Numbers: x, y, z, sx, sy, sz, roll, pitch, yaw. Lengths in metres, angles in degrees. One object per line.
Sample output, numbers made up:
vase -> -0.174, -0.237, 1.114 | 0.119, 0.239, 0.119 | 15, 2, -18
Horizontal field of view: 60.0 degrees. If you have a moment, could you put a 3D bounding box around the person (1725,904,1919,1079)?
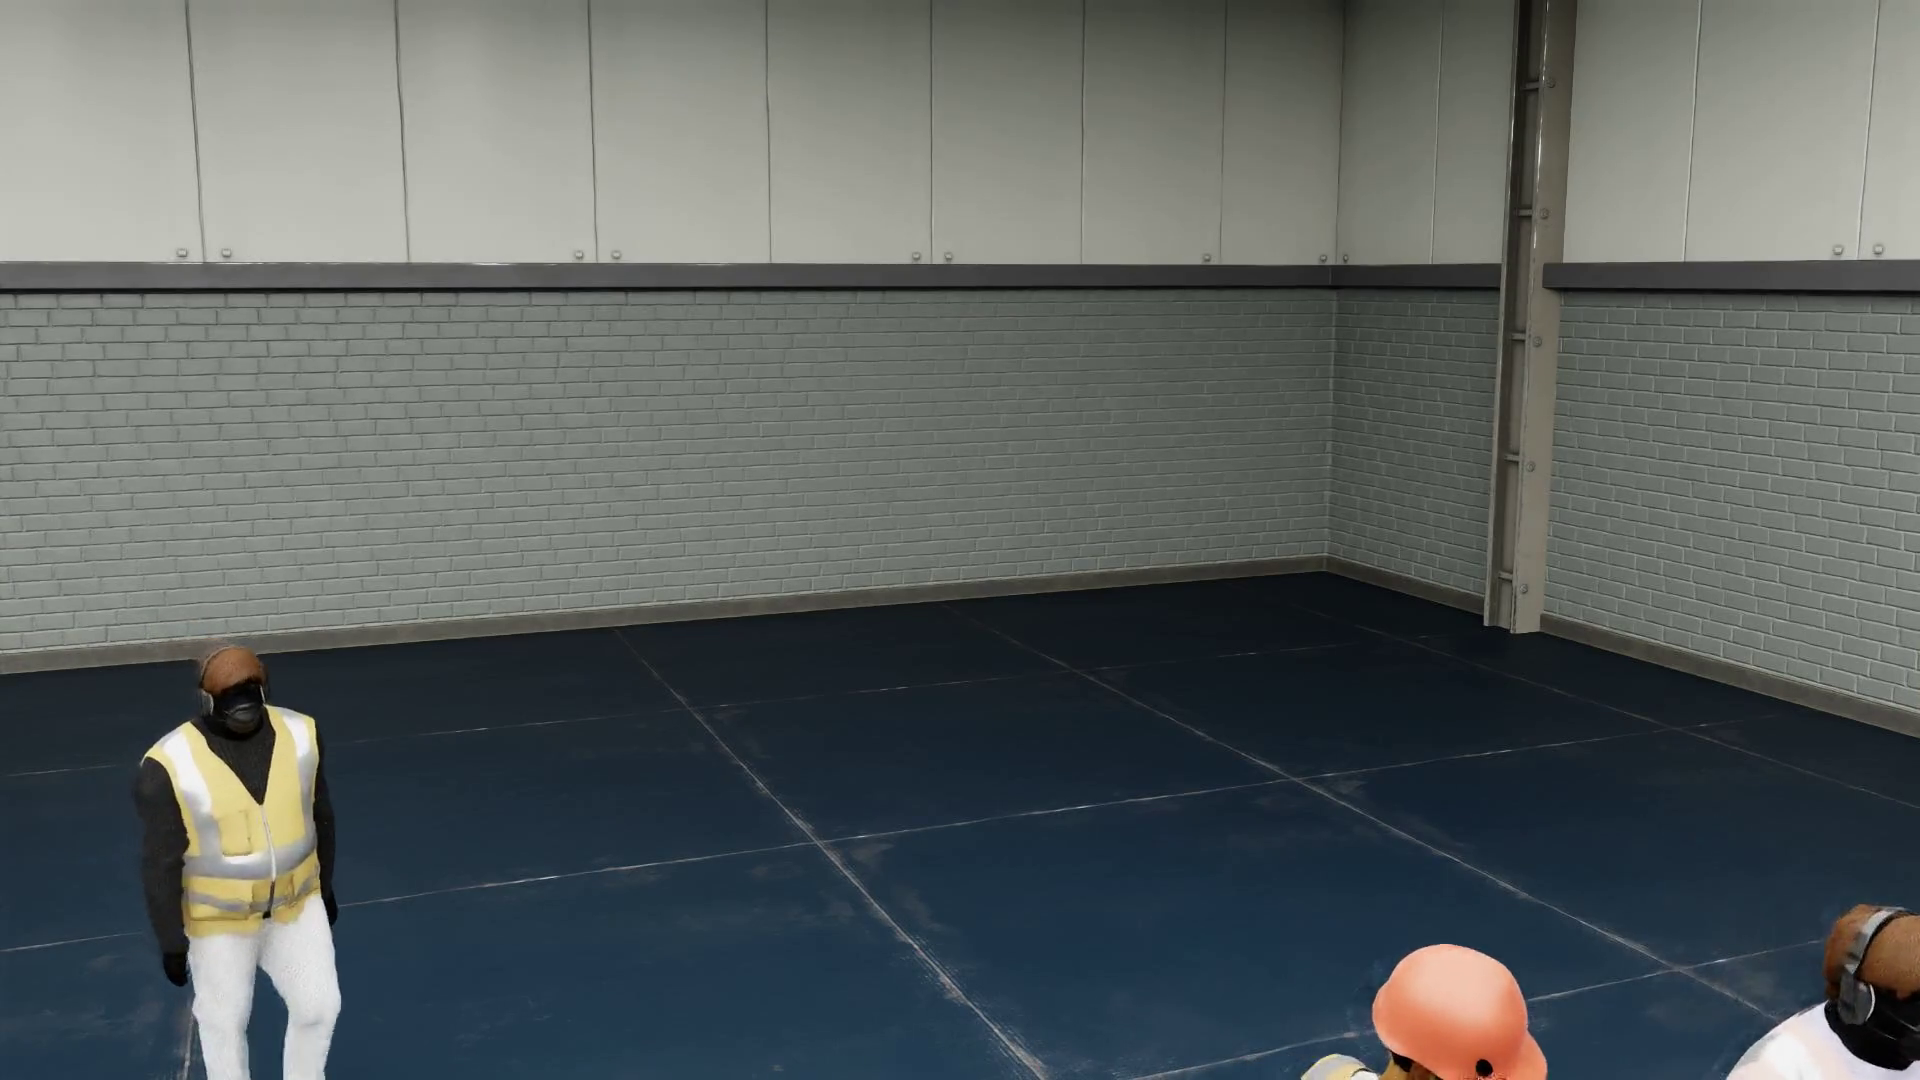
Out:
person -> 1.819, 1.615, 3.253 | 0.662, 1.821, 0.684 | -3, 10, -19

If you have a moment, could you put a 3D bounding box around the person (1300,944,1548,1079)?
person -> 0.743, 1.619, 3.104 | 0.974, 1.872, 0.571 | -4, 10, -24

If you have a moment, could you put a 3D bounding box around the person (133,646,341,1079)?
person -> -2.357, 1.251, 5.548 | 0.656, 1.821, 0.570 | -9, 13, -44
